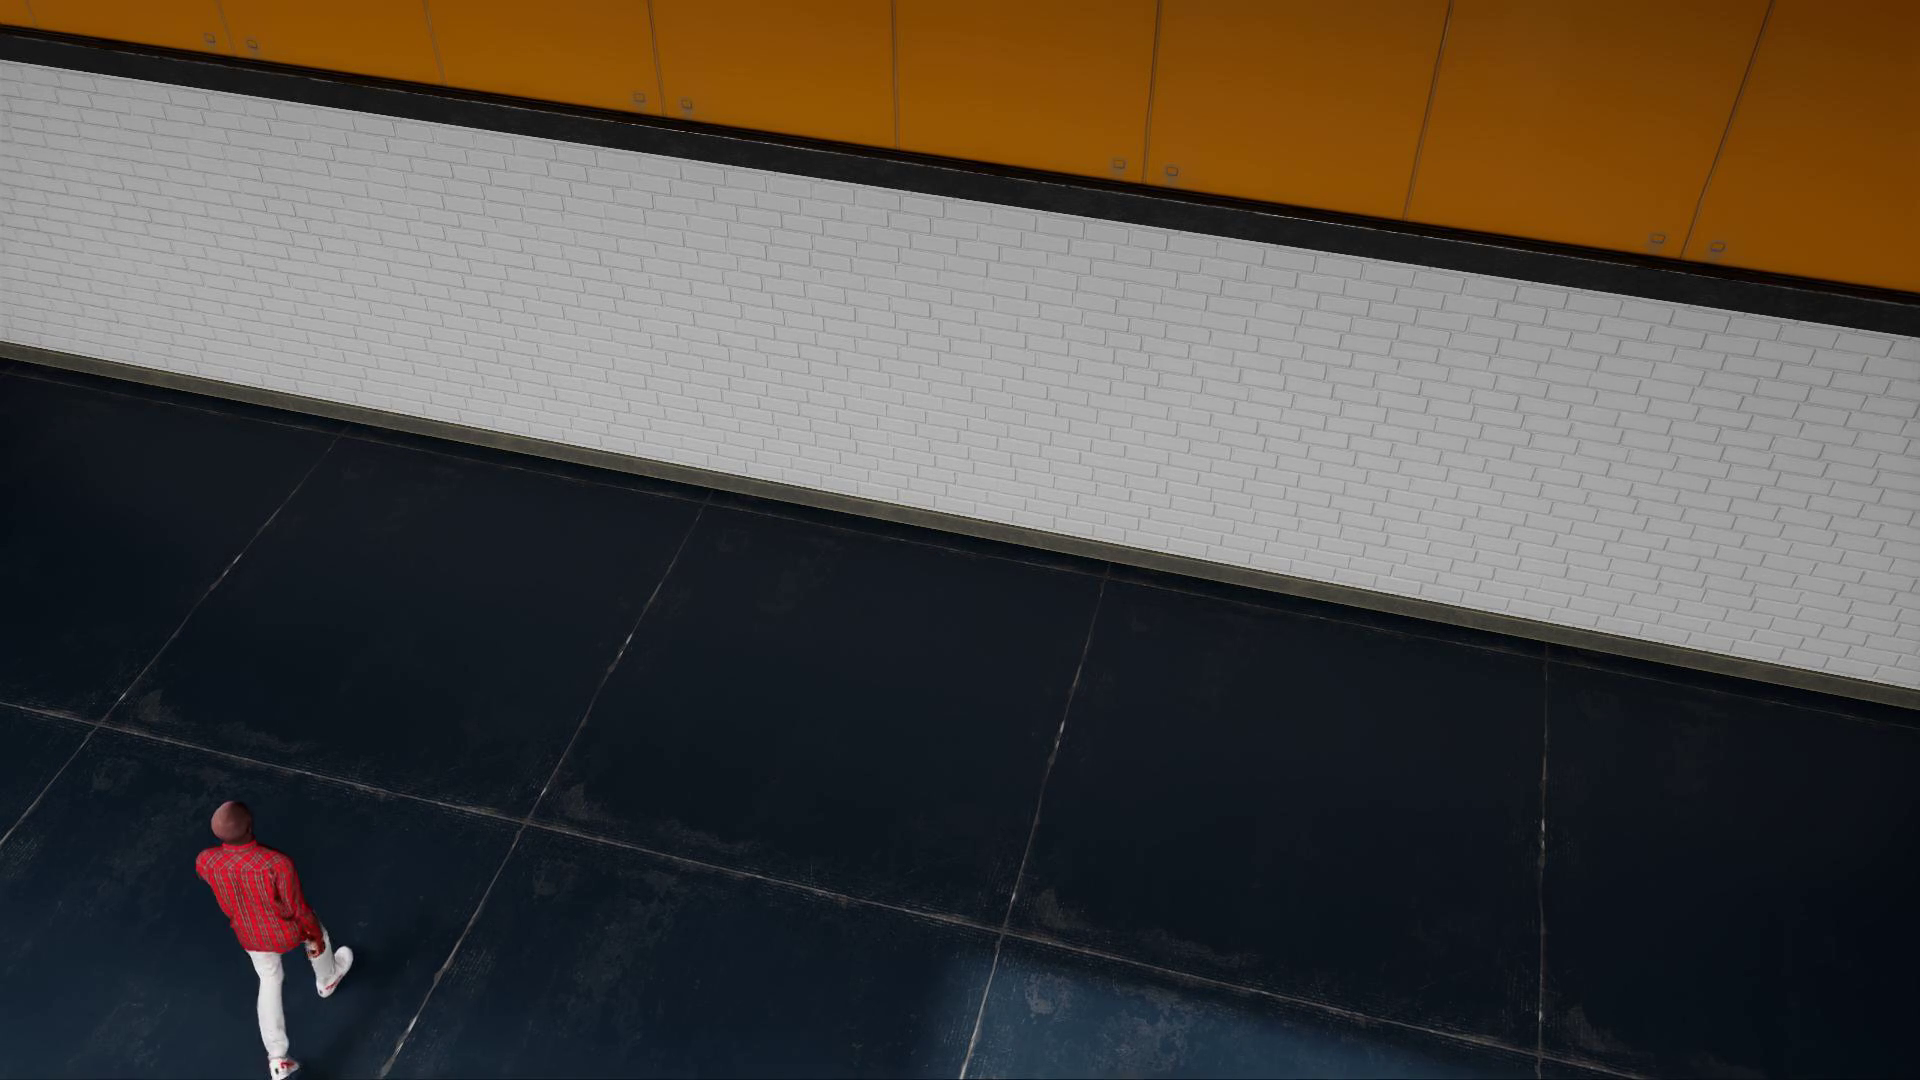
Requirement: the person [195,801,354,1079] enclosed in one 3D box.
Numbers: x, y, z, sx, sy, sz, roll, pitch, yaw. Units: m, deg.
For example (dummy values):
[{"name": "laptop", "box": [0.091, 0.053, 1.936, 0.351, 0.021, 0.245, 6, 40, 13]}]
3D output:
[{"name": "person", "box": [-3.539, 2.046, 8.510, 0.879, 1.788, 1.243, 0, 44, 0]}]
